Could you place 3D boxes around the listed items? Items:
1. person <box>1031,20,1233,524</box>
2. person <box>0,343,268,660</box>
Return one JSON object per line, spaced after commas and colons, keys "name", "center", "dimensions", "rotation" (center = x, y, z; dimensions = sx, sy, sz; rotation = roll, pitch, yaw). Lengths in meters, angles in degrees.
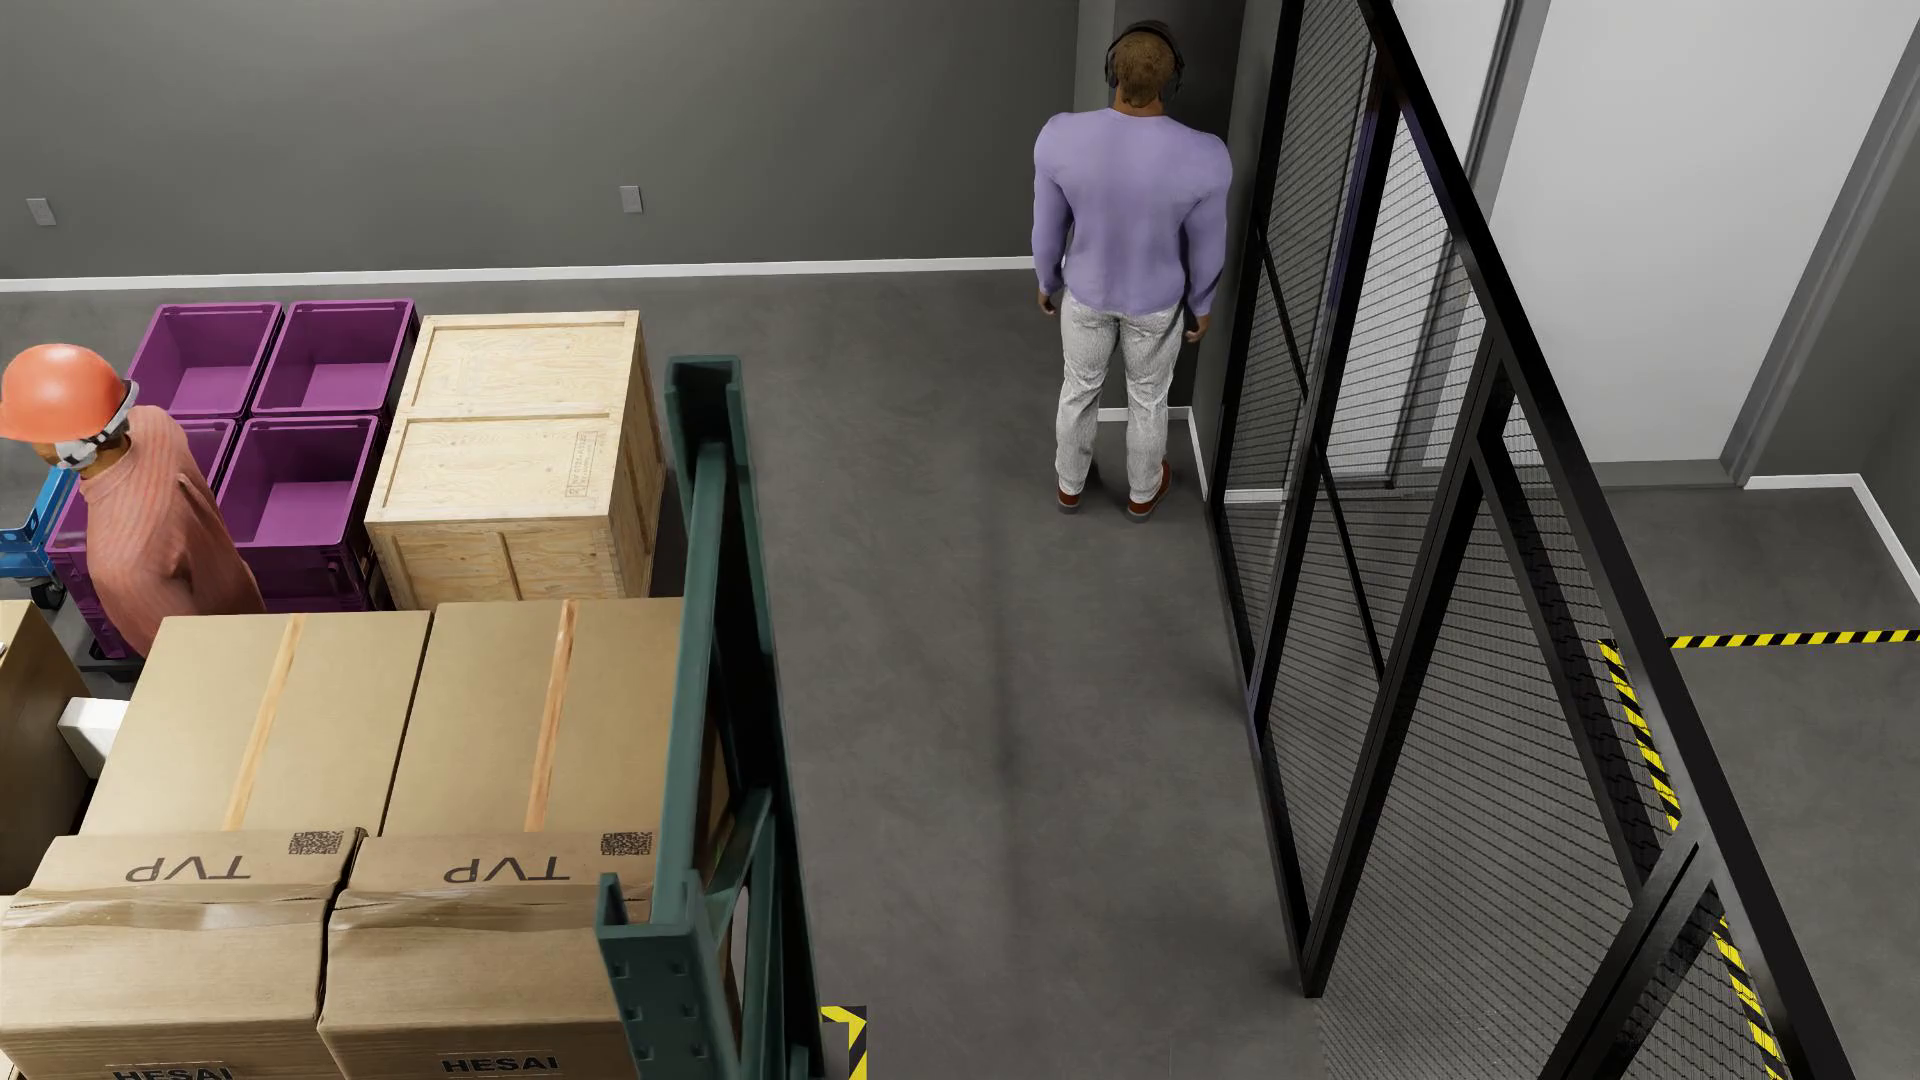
{"name": "person", "center": [0.550, -0.835, 5.553], "dimensions": [0.635, 1.939, 0.366], "rotation": [10, 47, 9]}
{"name": "person", "center": [-2.047, 0.267, 4.463], "dimensions": [0.391, 1.995, 0.613], "rotation": [-10, 47, -10]}
